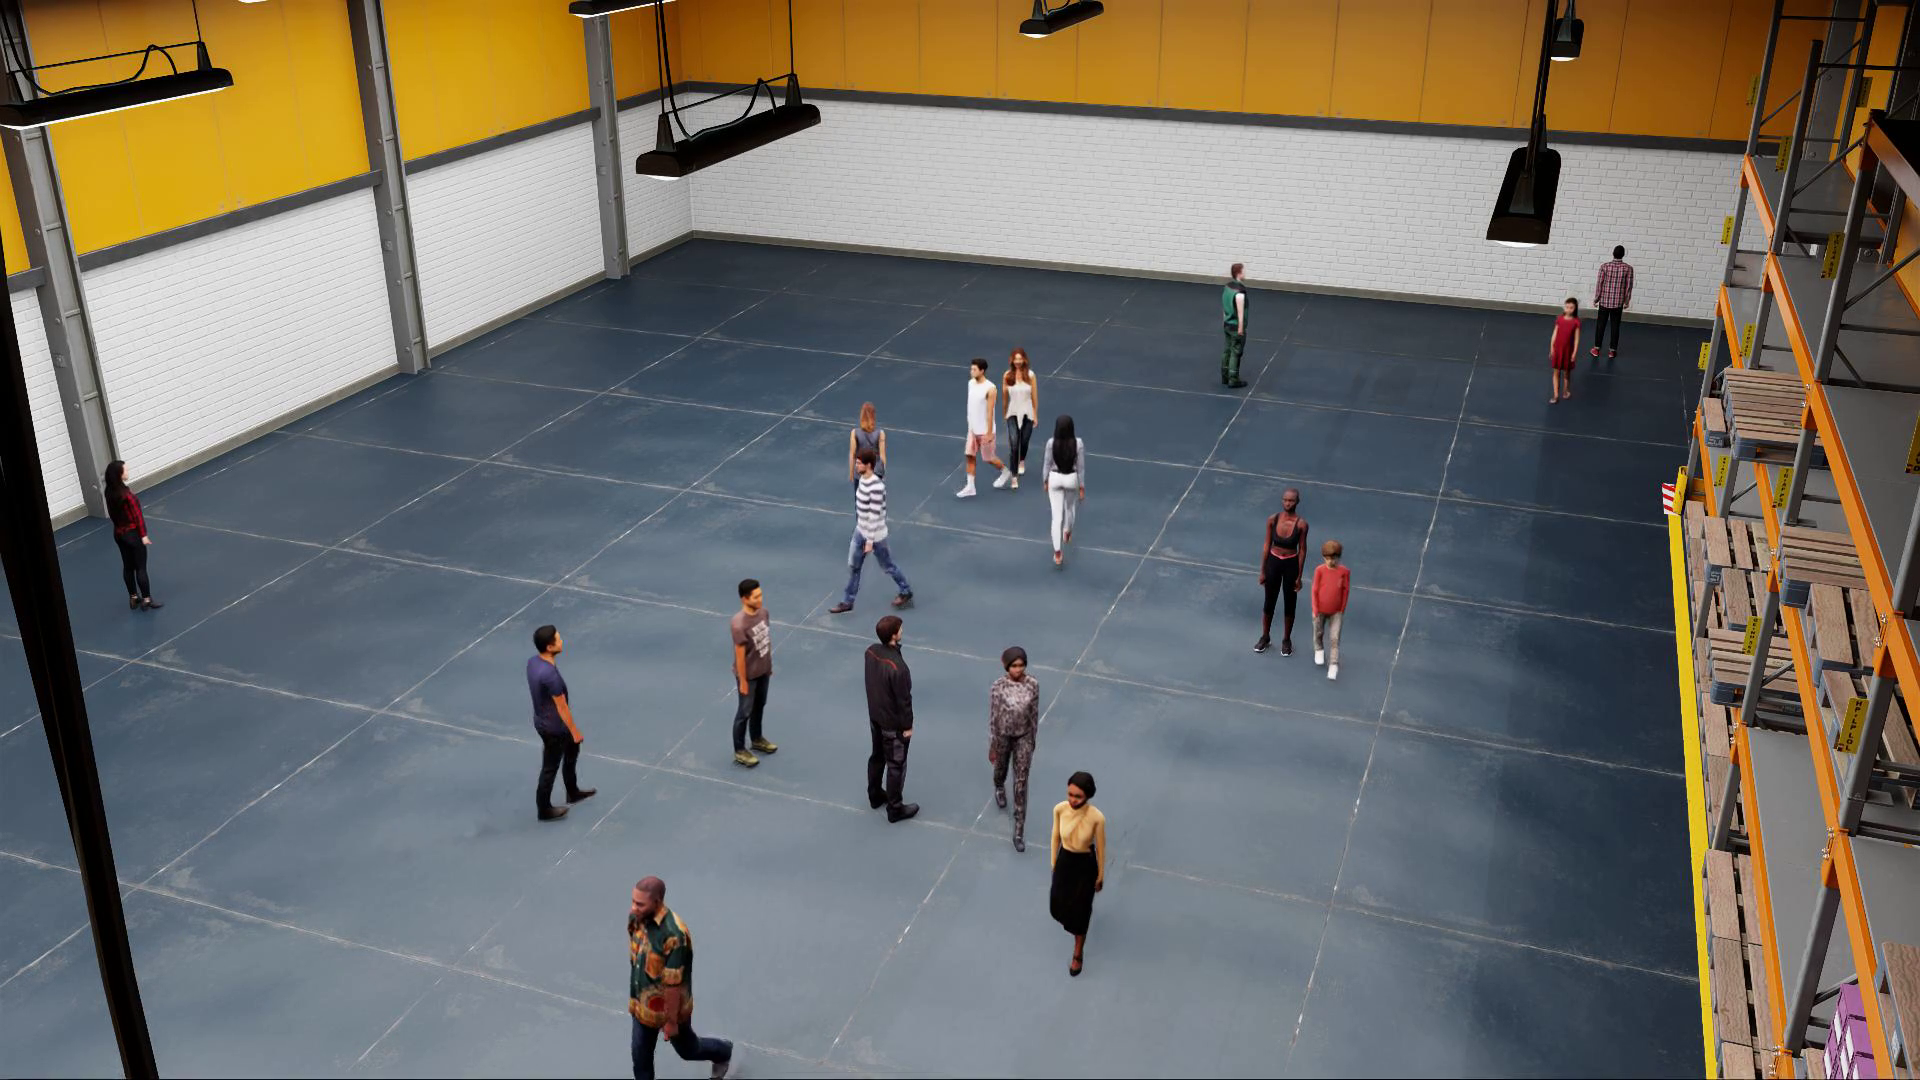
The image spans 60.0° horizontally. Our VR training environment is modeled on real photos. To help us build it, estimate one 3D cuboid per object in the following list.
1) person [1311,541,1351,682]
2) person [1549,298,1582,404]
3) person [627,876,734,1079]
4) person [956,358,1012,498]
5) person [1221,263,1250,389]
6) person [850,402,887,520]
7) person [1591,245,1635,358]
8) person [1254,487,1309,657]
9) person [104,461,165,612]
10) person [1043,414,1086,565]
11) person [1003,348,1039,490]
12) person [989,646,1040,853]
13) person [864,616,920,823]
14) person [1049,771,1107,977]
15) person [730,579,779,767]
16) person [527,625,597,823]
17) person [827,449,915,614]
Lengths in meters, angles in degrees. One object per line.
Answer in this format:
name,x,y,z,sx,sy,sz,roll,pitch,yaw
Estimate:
person,3.604,0.646,16.343,0.598,1.372,0.953,4,24,9
person,8.690,-2.741,23.878,0.637,1.542,0.786,15,28,30
person,-1.835,2.914,10.649,0.921,1.778,1.216,18,30,36
person,0.336,-1.390,20.519,1.169,1.757,1.001,-15,28,-31
person,4.058,-3.172,24.491,0.791,1.841,0.713,-8,25,-18
person,-1.049,-0.721,19.050,0.802,1.709,1.004,-2,24,-4
person,10.132,-3.720,25.846,0.699,1.761,0.609,6,24,14
person,3.243,0.296,16.663,0.576,1.757,0.519,9,25,19
person,-8.779,-0.038,17.556,0.602,1.655,0.534,11,26,24
person,1.157,-0.550,18.700,0.889,1.675,1.274,1,24,2
person,0.774,-1.575,20.960,0.848,1.744,1.180,0,24,1
person,0.409,1.631,13.717,0.929,1.670,1.242,-2,24,-5
person,-0.599,1.472,13.870,0.787,1.840,0.790,-16,28,-33
person,0.876,2.376,12.046,0.574,1.645,0.720,9,25,20
person,-1.860,1.140,14.713,0.717,1.773,0.543,13,27,27
person,-3.461,1.552,13.769,0.935,1.774,0.874,-11,26,-23
person,-0.832,-0.072,17.448,1.262,1.803,1.156,-12,26,-26
